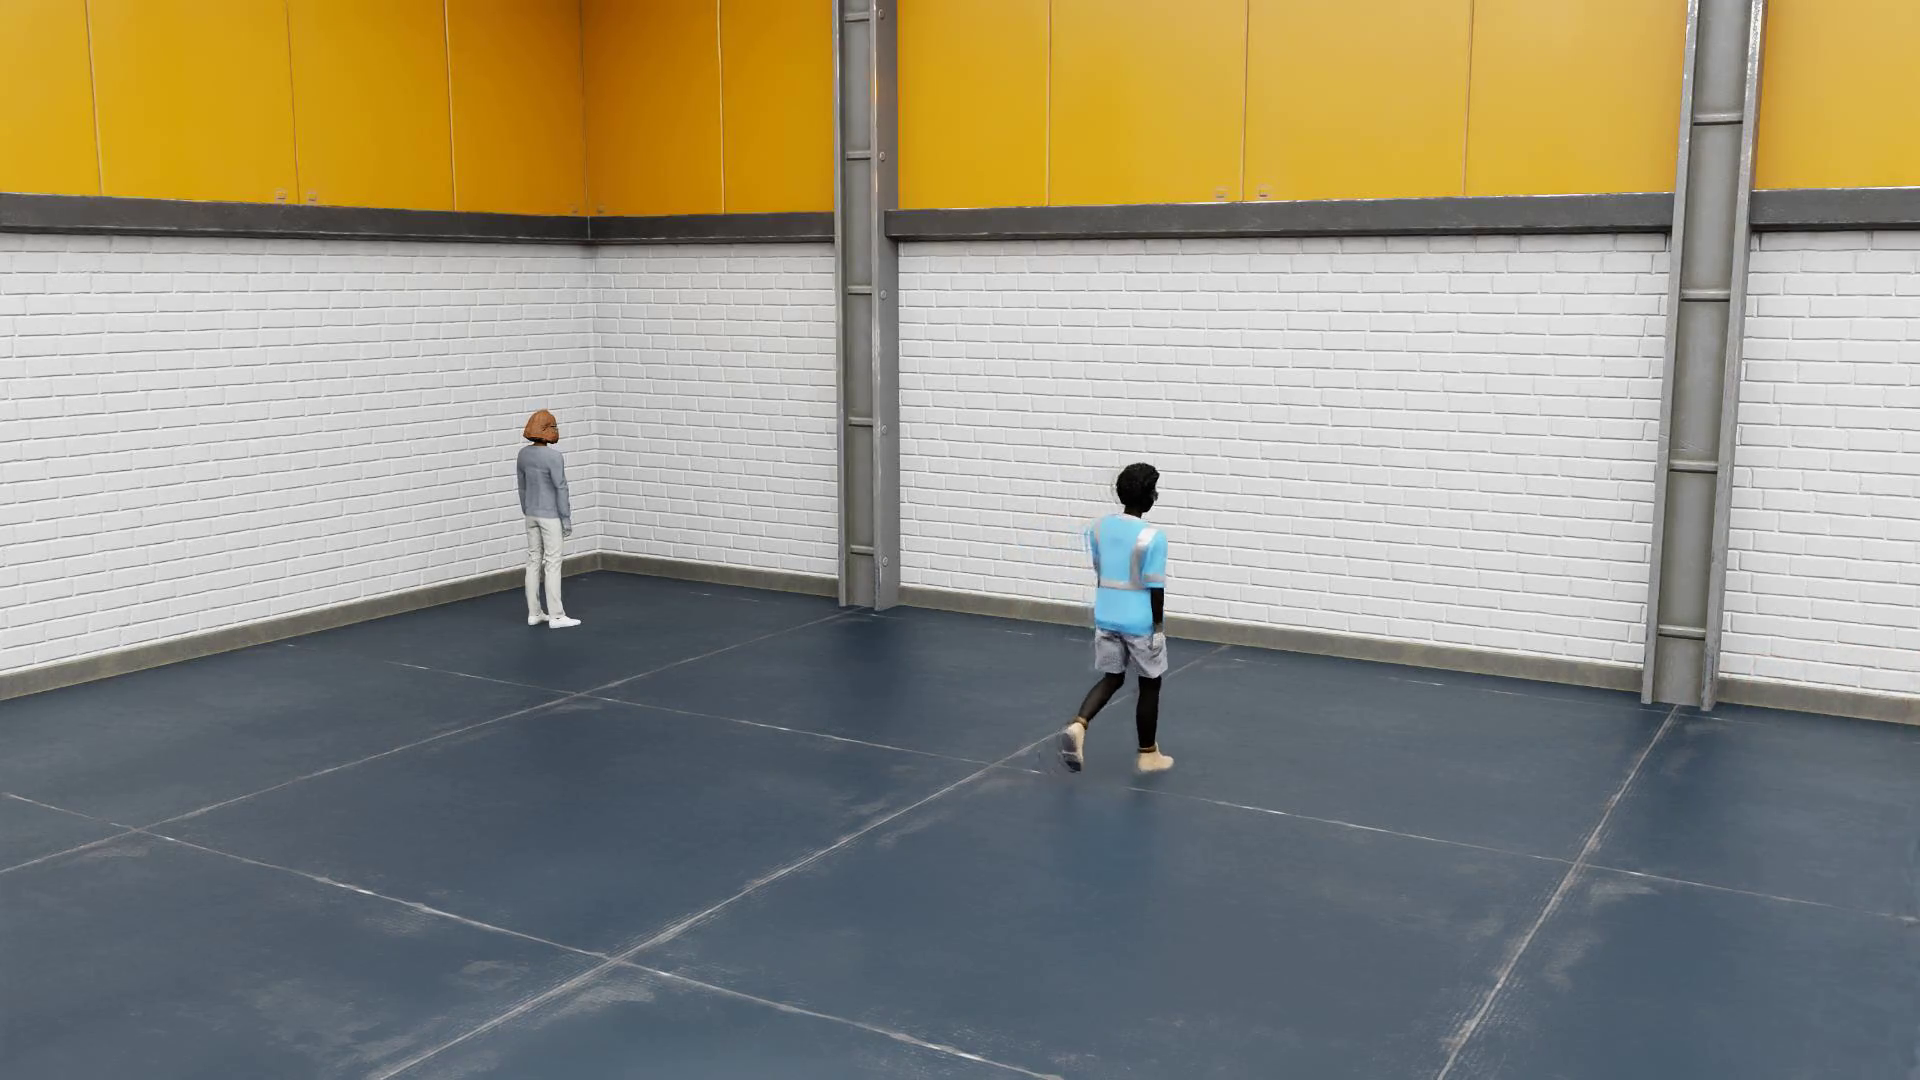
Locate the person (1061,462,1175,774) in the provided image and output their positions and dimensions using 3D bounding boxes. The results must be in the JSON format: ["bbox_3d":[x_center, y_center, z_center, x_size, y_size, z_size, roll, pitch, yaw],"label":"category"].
[{"bbox_3d":[0.842,0.430,8.661,0.630,1.676,0.538,-8,12,-42],"label":"person"}]

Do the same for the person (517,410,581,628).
[{"bbox_3d":[-3.101,-0.156,12.462,0.500,1.633,0.285,6,11,35],"label":"person"}]
